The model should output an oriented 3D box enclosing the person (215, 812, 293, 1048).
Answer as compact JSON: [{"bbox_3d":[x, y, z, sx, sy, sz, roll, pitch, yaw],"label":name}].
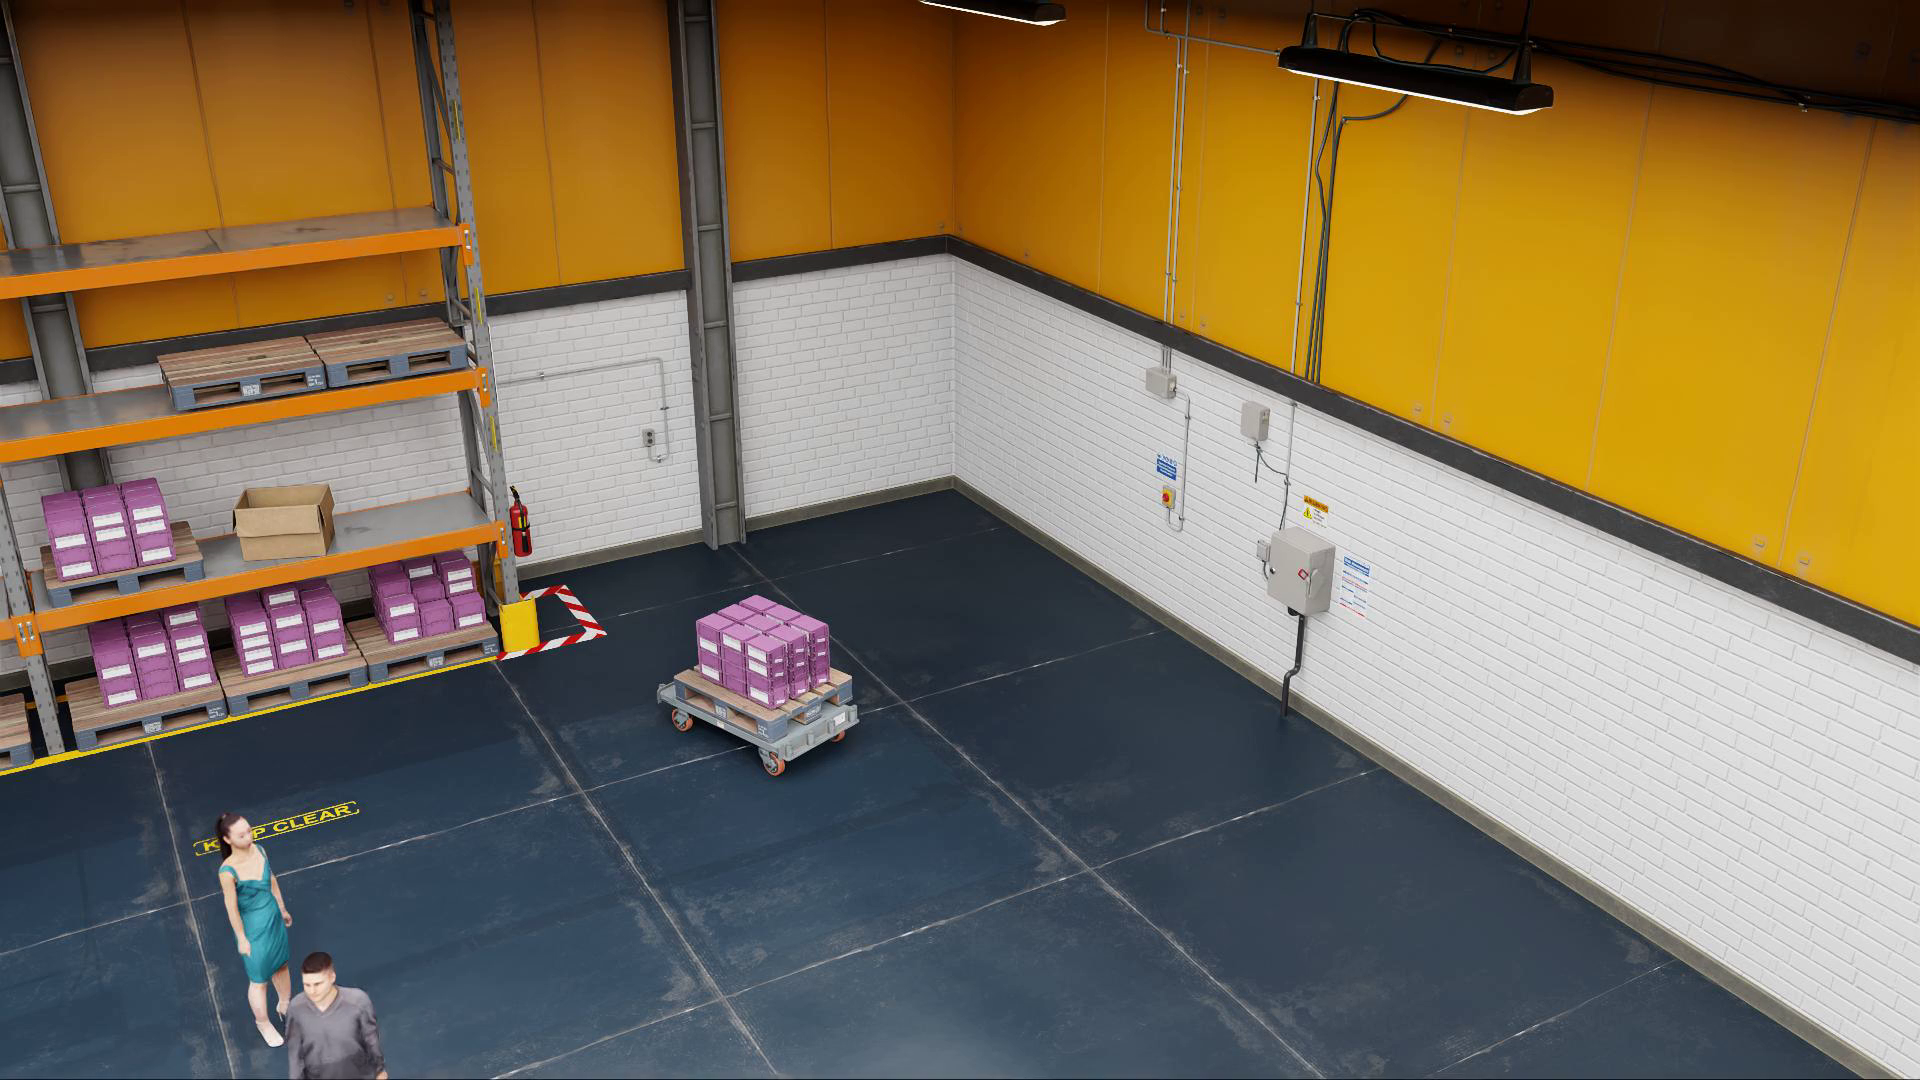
[{"bbox_3d":[-4.493,2.475,10.624,0.677,1.687,0.605,7,25,16],"label":"person"}]

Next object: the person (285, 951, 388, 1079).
[{"bbox_3d":[-3.458,3.001,9.369,1.060,1.728,0.966,-2,24,-5],"label":"person"}]
